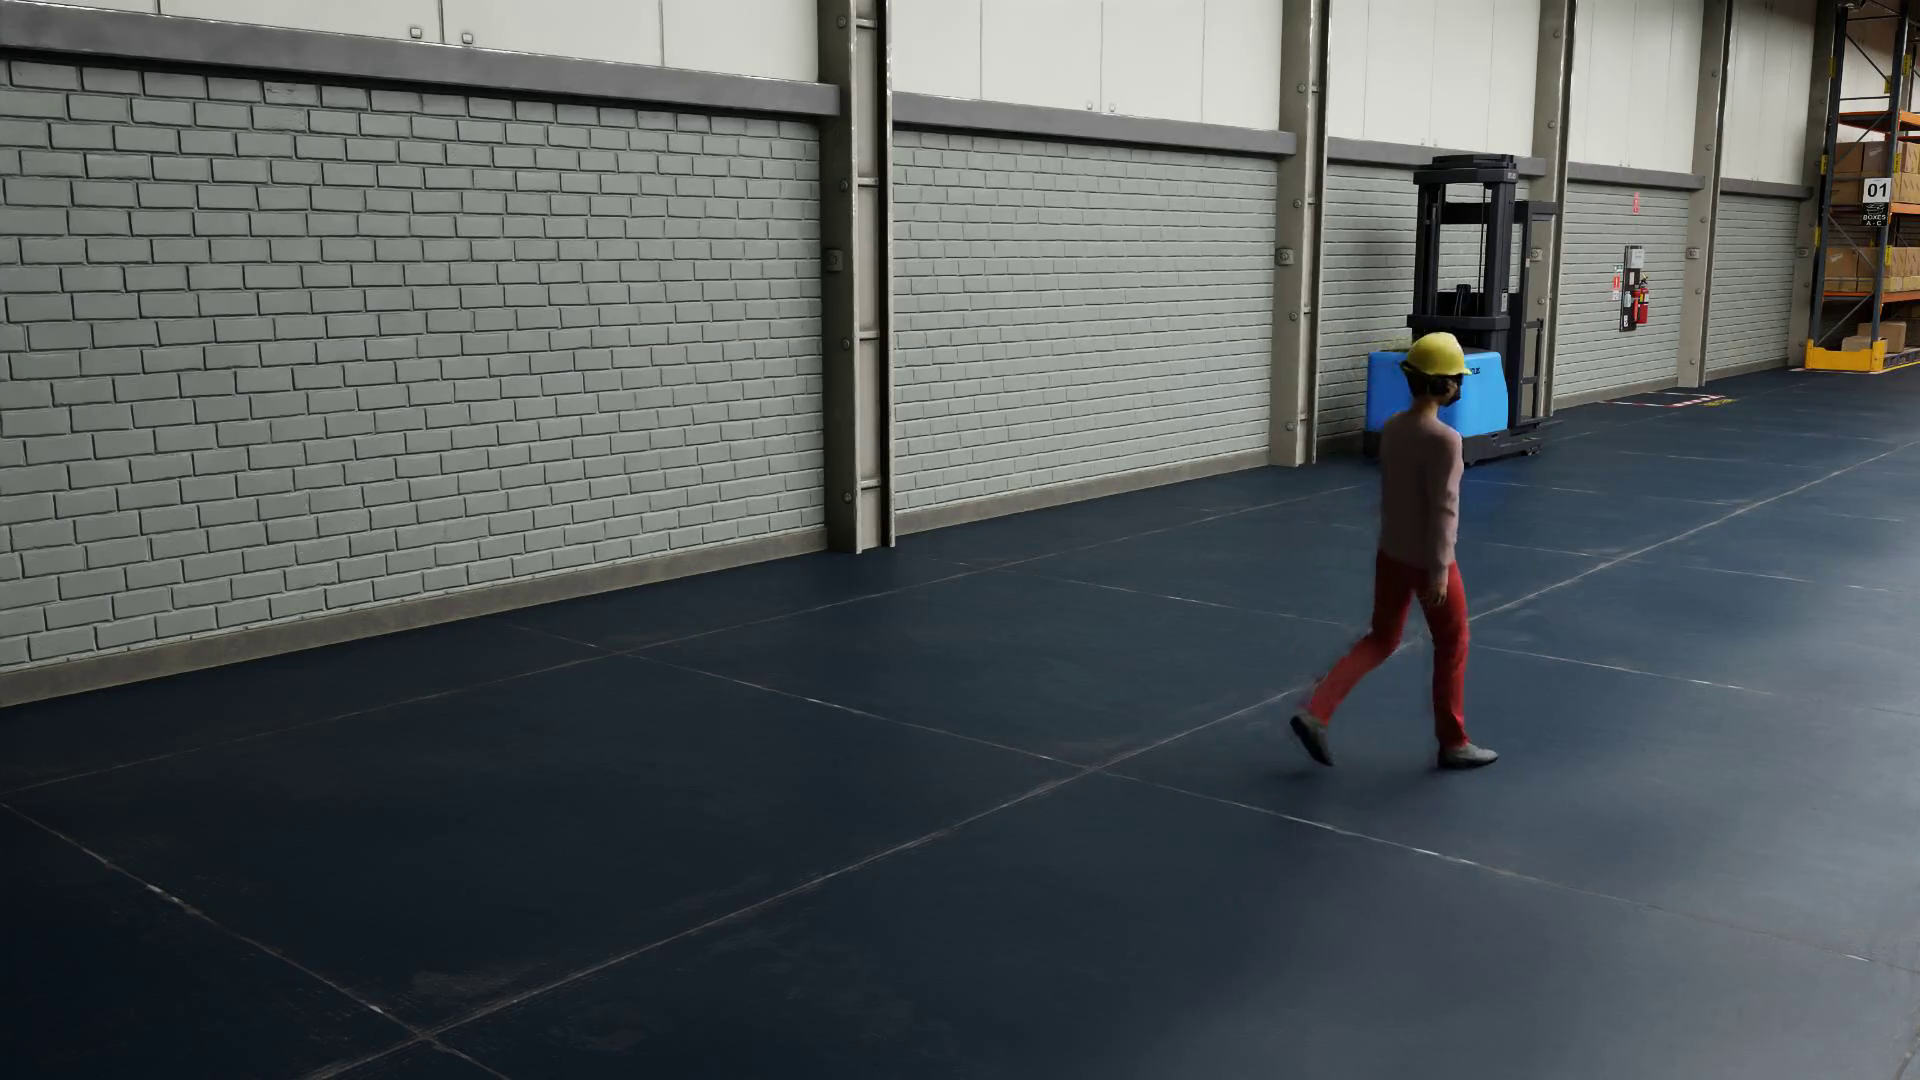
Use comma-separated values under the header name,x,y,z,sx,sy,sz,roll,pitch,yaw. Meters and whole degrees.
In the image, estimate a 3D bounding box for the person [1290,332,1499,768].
name,x,y,z,sx,sy,sz,roll,pitch,yaw
person,1.734,0.056,6.500,0.813,1.736,0.530,-3,10,-17

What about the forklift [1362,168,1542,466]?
name,x,y,z,sx,sy,sz,roll,pitch,yaw
forklift,4.875,-2.212,16.287,1.129,2.768,1.873,8,13,40
